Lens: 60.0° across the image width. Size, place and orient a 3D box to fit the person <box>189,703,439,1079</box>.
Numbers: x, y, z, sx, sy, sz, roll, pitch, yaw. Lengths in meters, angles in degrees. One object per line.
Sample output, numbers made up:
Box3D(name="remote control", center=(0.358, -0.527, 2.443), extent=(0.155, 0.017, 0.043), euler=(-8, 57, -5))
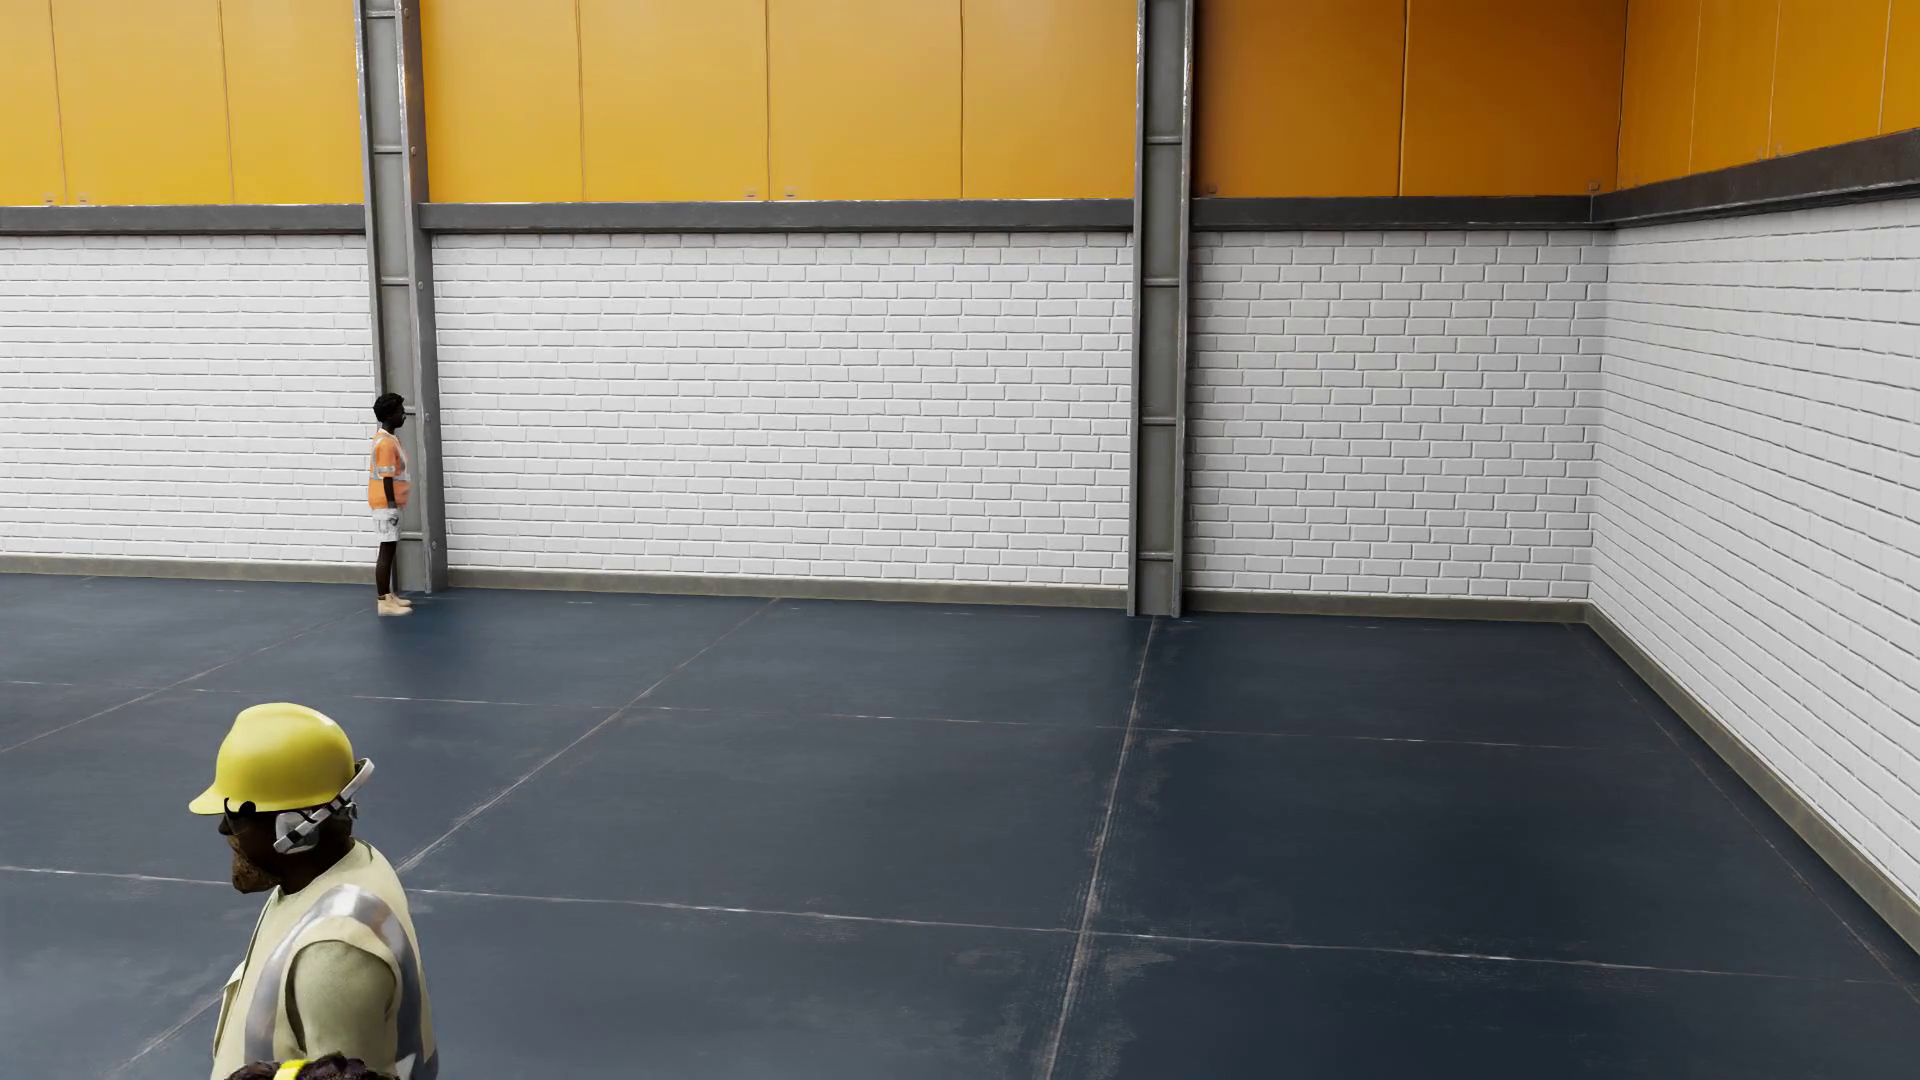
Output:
Box3D(name="person", center=(-1.192, 1.197, 3.147), extent=(0.403, 1.824, 0.592), euler=(-4, 10, -23))

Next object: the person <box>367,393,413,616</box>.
Box3D(name="person", center=(-4.318, -0.270, 12.599), extent=(0.320, 1.690, 0.524), euler=(-3, 10, -19))

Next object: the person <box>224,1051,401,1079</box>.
Box3D(name="person", center=(-0.673, 1.420, 1.766), extent=(0.959, 1.821, 0.505), euler=(-1, 9, -7))
